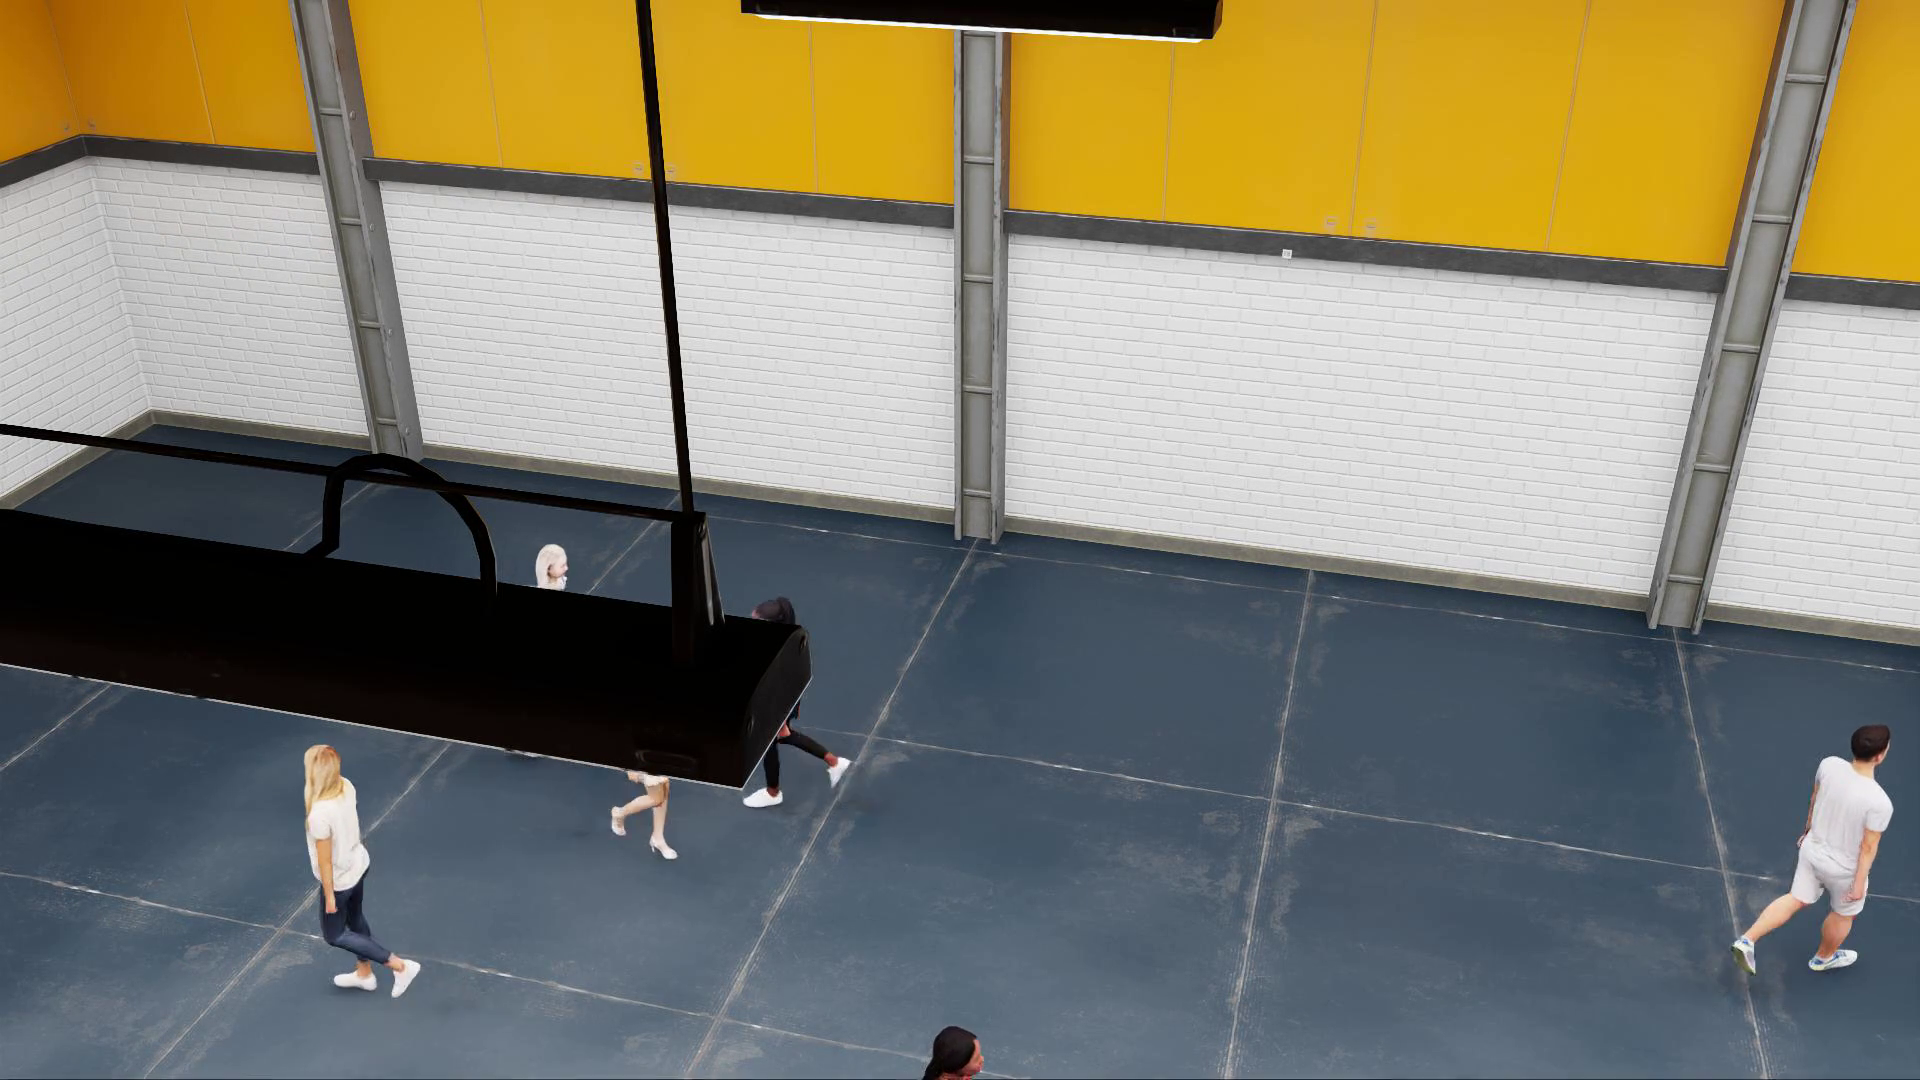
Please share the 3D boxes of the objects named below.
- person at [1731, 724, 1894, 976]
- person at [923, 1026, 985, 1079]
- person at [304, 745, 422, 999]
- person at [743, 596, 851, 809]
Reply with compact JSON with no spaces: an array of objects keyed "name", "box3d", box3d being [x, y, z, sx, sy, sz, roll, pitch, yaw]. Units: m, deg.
[{"name":"person","box3d":[5.089,1.889,9.833,1.238,1.831,1.067,-9,30,-16]},{"name":"person","box3d":[-0.189,2.992,7.899,0.961,1.757,0.736,3,29,5]},{"name":"person","box3d":[-3.514,1.976,9.710,0.876,1.796,0.687,3,29,5]},{"name":"person","box3d":[-1.152,1.124,11.352,1.094,1.719,0.879,0,29,-1]}]
